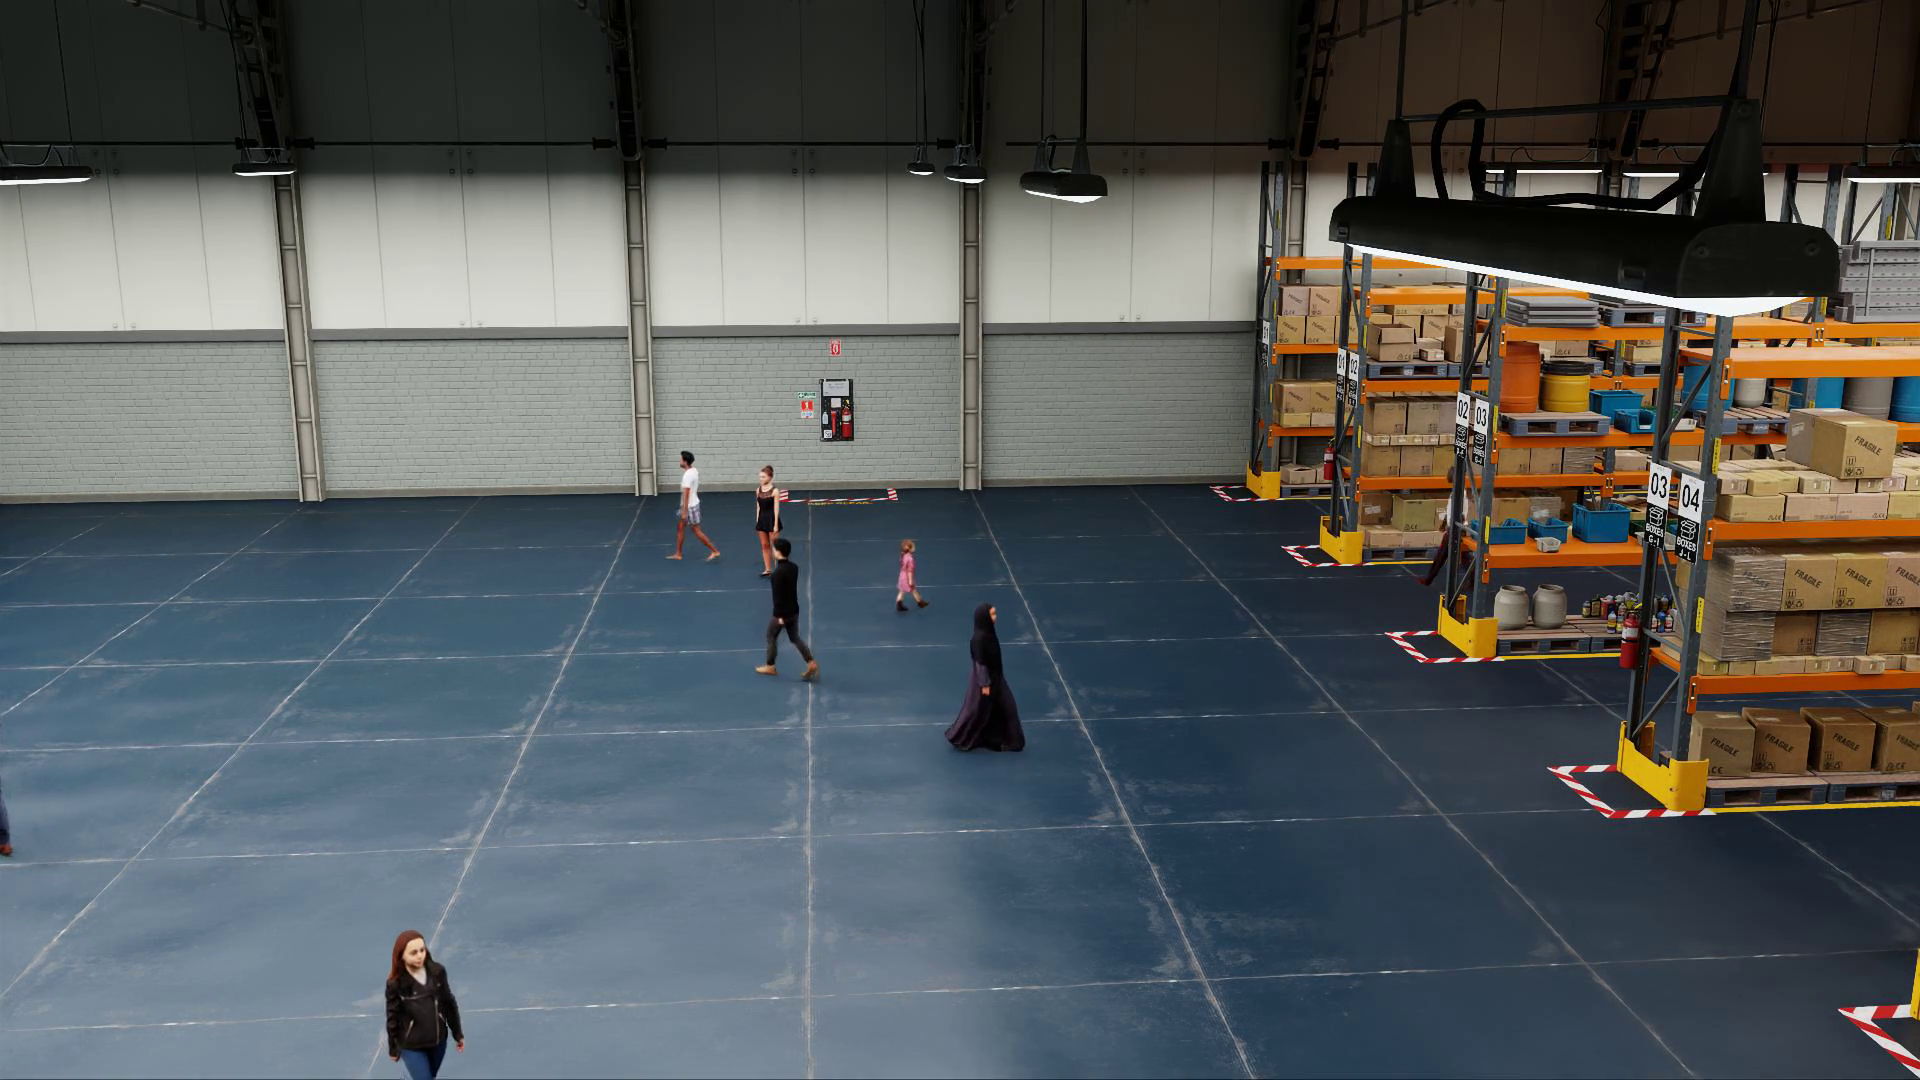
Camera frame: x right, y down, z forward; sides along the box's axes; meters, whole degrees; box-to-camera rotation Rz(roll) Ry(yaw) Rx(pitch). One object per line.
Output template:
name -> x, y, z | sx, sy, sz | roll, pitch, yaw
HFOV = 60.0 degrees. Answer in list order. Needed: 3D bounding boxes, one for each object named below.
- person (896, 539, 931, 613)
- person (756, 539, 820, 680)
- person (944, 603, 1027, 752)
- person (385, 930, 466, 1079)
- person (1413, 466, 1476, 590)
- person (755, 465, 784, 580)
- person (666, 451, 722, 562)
person -> -0.758, 0.505, 22.662 | 0.781, 0.999, 0.622 | -8, 15, -30
person -> -2.008, 0.828, 19.698 | 1.163, 1.708, 1.037 | 8, 15, 32
person -> 0.194, 1.432, 17.304 | 1.185, 1.609, 0.944 | 5, 14, 22
person -> -3.394, 3.105, 10.432 | 0.991, 1.451, 0.994 | -12, 18, -42
person -> 7.163, -0.129, 23.655 | 1.246, 1.786, 0.997 | 4, 14, 18
person -> -2.807, -0.269, 24.492 | 0.678, 1.680, 0.750 | 9, 16, 33
person -> -4.038, -0.483, 25.378 | 1.129, 1.698, 0.748 | 1, 13, 2
